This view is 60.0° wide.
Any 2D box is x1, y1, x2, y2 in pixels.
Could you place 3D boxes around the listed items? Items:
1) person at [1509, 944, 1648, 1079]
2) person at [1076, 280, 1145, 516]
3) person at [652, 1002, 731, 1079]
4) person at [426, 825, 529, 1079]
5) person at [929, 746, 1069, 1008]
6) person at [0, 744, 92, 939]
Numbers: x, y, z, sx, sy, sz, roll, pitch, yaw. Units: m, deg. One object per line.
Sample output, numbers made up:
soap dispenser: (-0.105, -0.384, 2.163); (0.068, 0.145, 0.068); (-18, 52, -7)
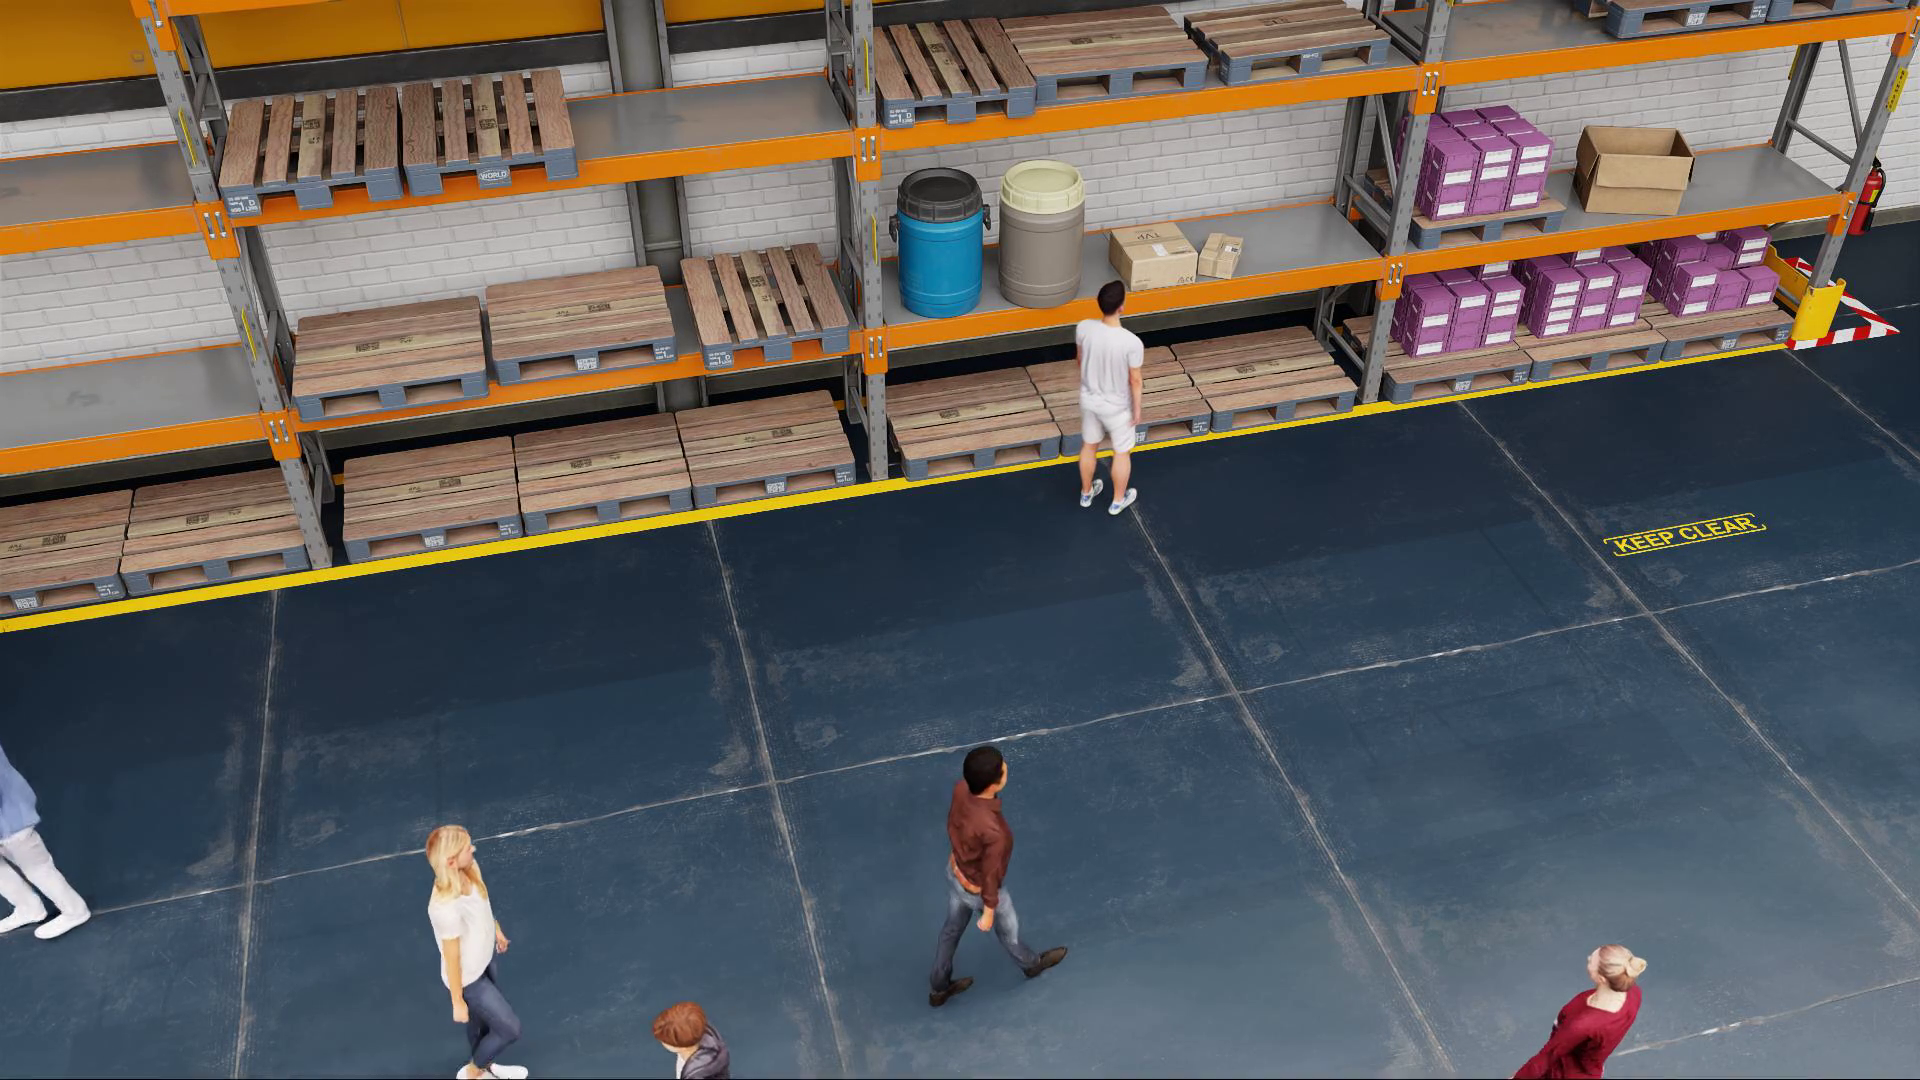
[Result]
person: (2.795, 2.460, 7.464); (1.072, 1.662, 0.992); (-29, 47, -31)
person: (0.993, -0.980, 11.619); (0.796, 1.852, 0.848); (21, 43, 25)
person: (-1.082, 2.569, 7.524); (0.924, 1.417, 0.581); (-7, 39, -8)
person: (-2.407, 2.040, 7.884); (0.677, 1.795, 0.685); (-3, 39, -4)
person: (0.000, 1.740, 8.297); (1.066, 1.748, 0.808); (-17, 42, -20)
person: (-4.895, 1.384, 8.642); (0.806, 1.874, 0.769); (-19, 42, -22)
